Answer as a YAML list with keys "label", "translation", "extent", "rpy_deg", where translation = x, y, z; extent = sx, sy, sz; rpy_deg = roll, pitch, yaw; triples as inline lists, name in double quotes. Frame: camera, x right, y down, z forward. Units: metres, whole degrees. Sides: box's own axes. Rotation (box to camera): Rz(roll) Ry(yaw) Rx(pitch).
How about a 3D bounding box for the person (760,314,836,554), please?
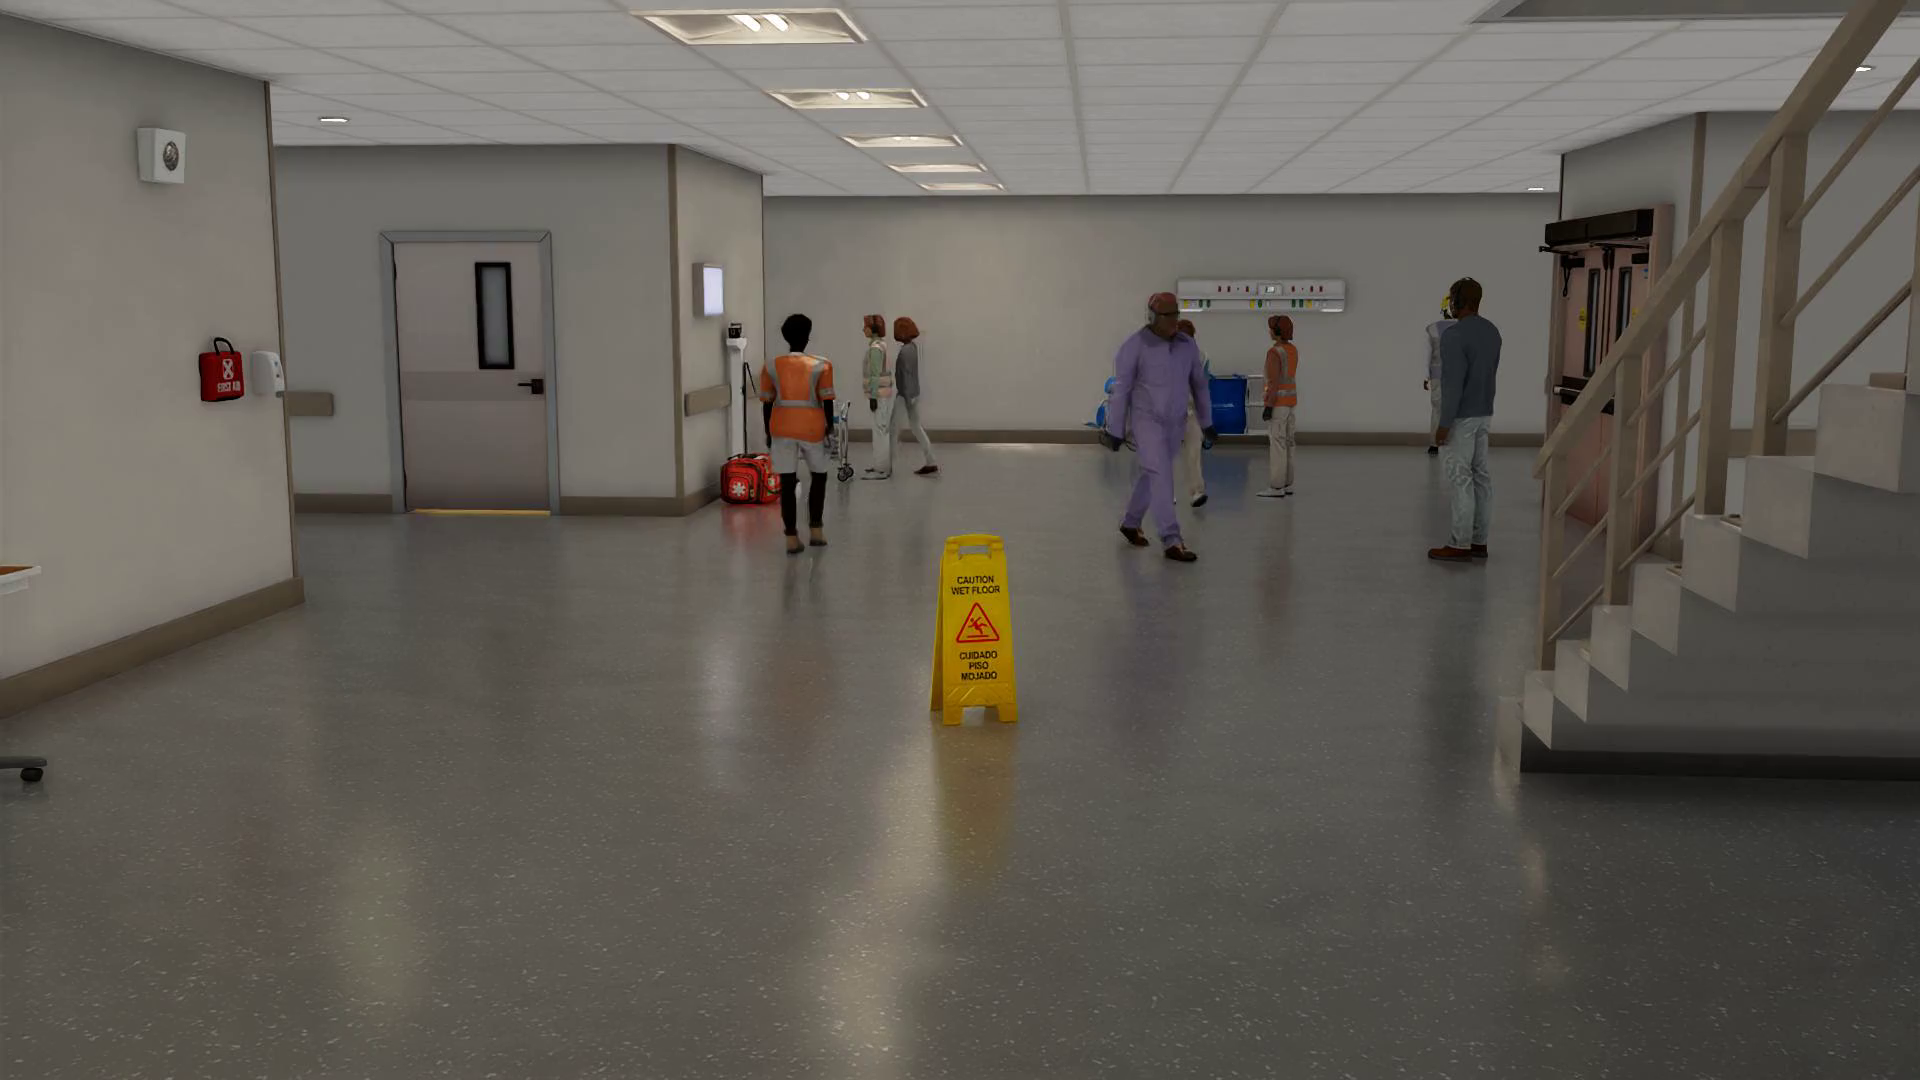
- label: "person"
  translation: [-1.129, -0.756, 11.795]
  extent: [0.557, 1.675, 0.591]
  rpy_deg: [1, 8, 6]

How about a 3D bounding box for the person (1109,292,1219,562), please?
- label: "person"
  translation: [1.377, -0.814, 11.687]
  extent: [0.637, 1.850, 1.043]
  rpy_deg: [-6, 10, -34]

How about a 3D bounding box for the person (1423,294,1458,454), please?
- label: "person"
  translation: [5.577, -1.885, 18.969]
  extent: [0.590, 1.837, 0.404]
  rpy_deg: [2, 9, 12]

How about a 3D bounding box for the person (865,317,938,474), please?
- label: "person"
  translation: [-0.568, -1.442, 16.758]
  extent: [0.730, 1.597, 0.515]
  rpy_deg: [1, 8, 10]

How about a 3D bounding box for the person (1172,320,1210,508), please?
- label: "person"
  translation: [1.898, -1.071, 14.212]
  extent: [0.542, 1.590, 0.864]
  rpy_deg: [-1, 8, -6]

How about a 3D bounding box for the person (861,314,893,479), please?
- label: "person"
  translation: [-0.818, -1.407, 16.428]
  extent: [0.313, 1.632, 0.518]
  rpy_deg: [0, 8, 2]

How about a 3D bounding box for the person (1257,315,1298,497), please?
- label: "person"
  translation: [2.885, -1.204, 15.002]
  extent: [0.308, 1.641, 0.515]
  rpy_deg: [5, 10, 32]

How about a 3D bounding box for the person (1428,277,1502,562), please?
- label: "person"
  translation: [3.452, -0.818, 11.368]
  extent: [0.635, 1.937, 0.353]
  rpy_deg: [-8, 12, -44]
